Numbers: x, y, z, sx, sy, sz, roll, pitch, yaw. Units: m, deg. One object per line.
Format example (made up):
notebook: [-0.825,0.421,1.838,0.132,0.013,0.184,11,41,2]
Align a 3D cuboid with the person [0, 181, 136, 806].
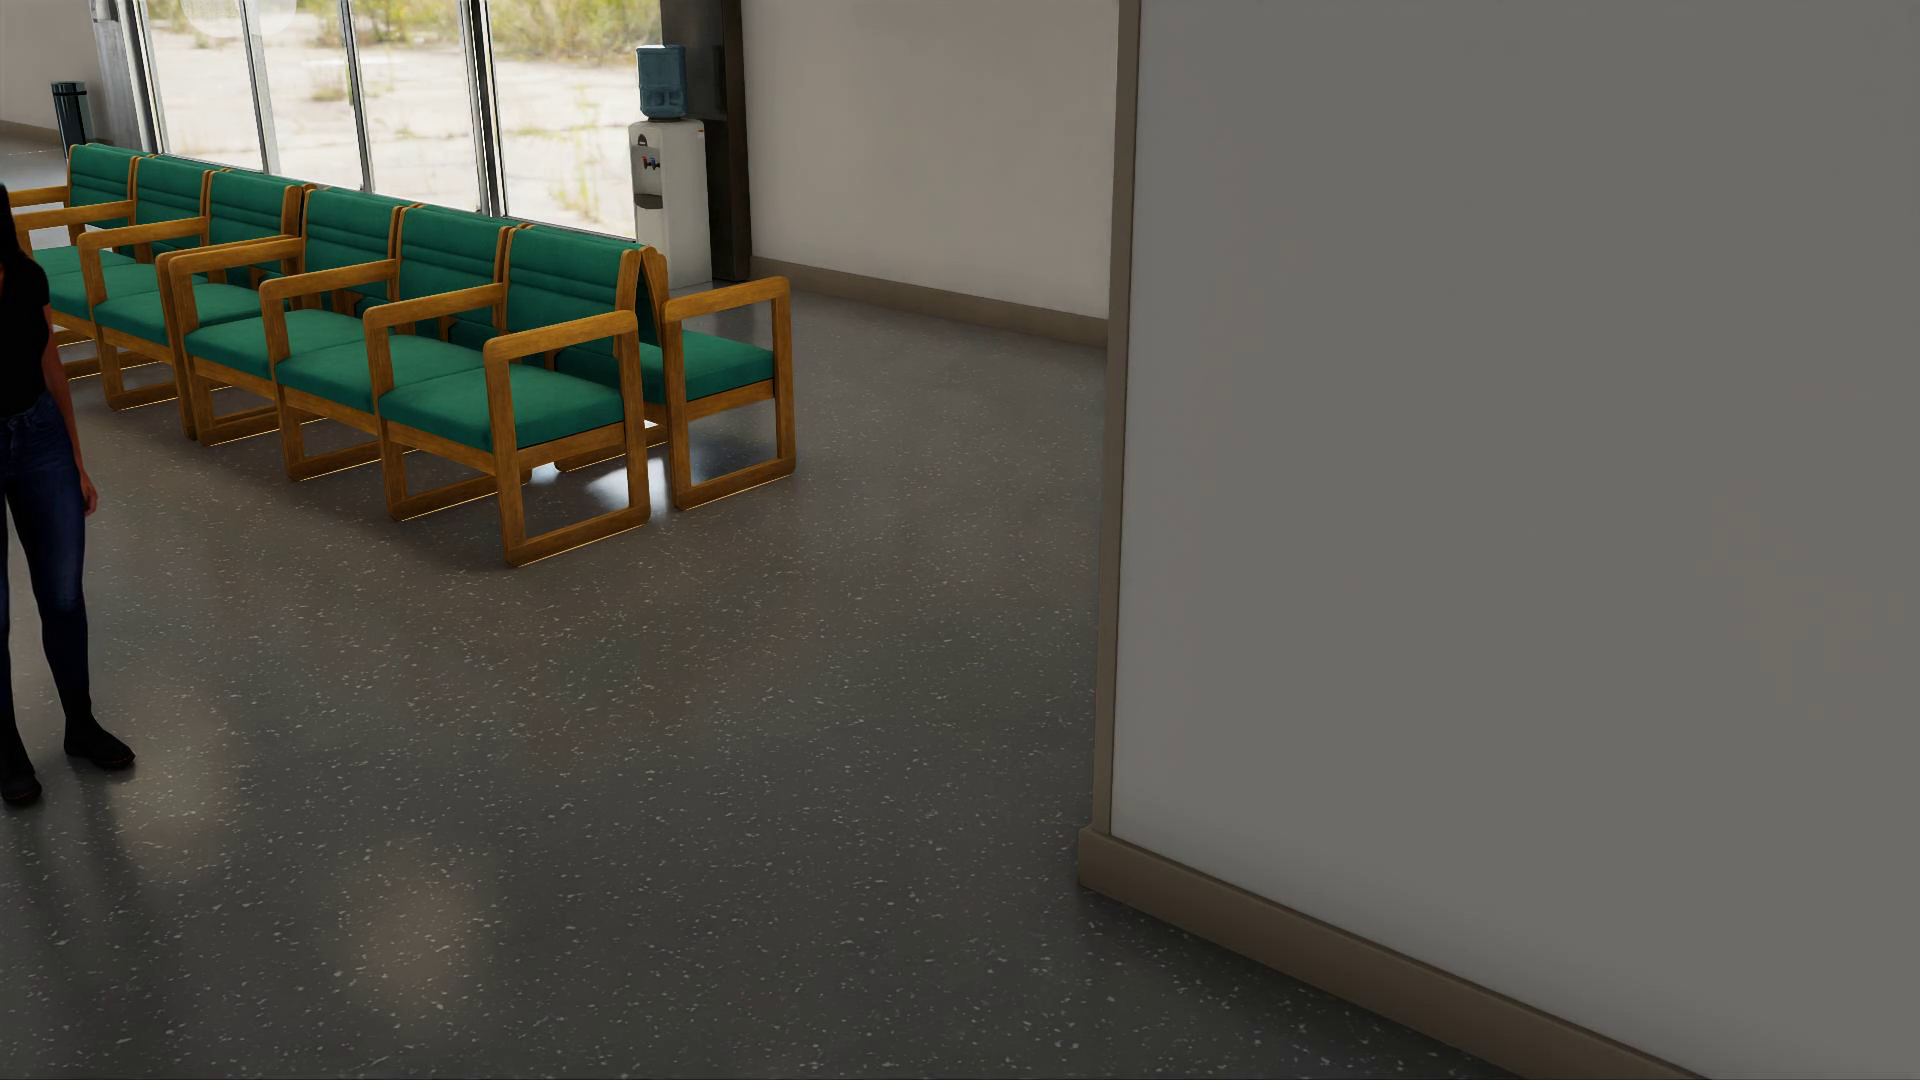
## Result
person: [-2.542,-0.164,4.426,0.611,1.737,0.458,16,26,37]
